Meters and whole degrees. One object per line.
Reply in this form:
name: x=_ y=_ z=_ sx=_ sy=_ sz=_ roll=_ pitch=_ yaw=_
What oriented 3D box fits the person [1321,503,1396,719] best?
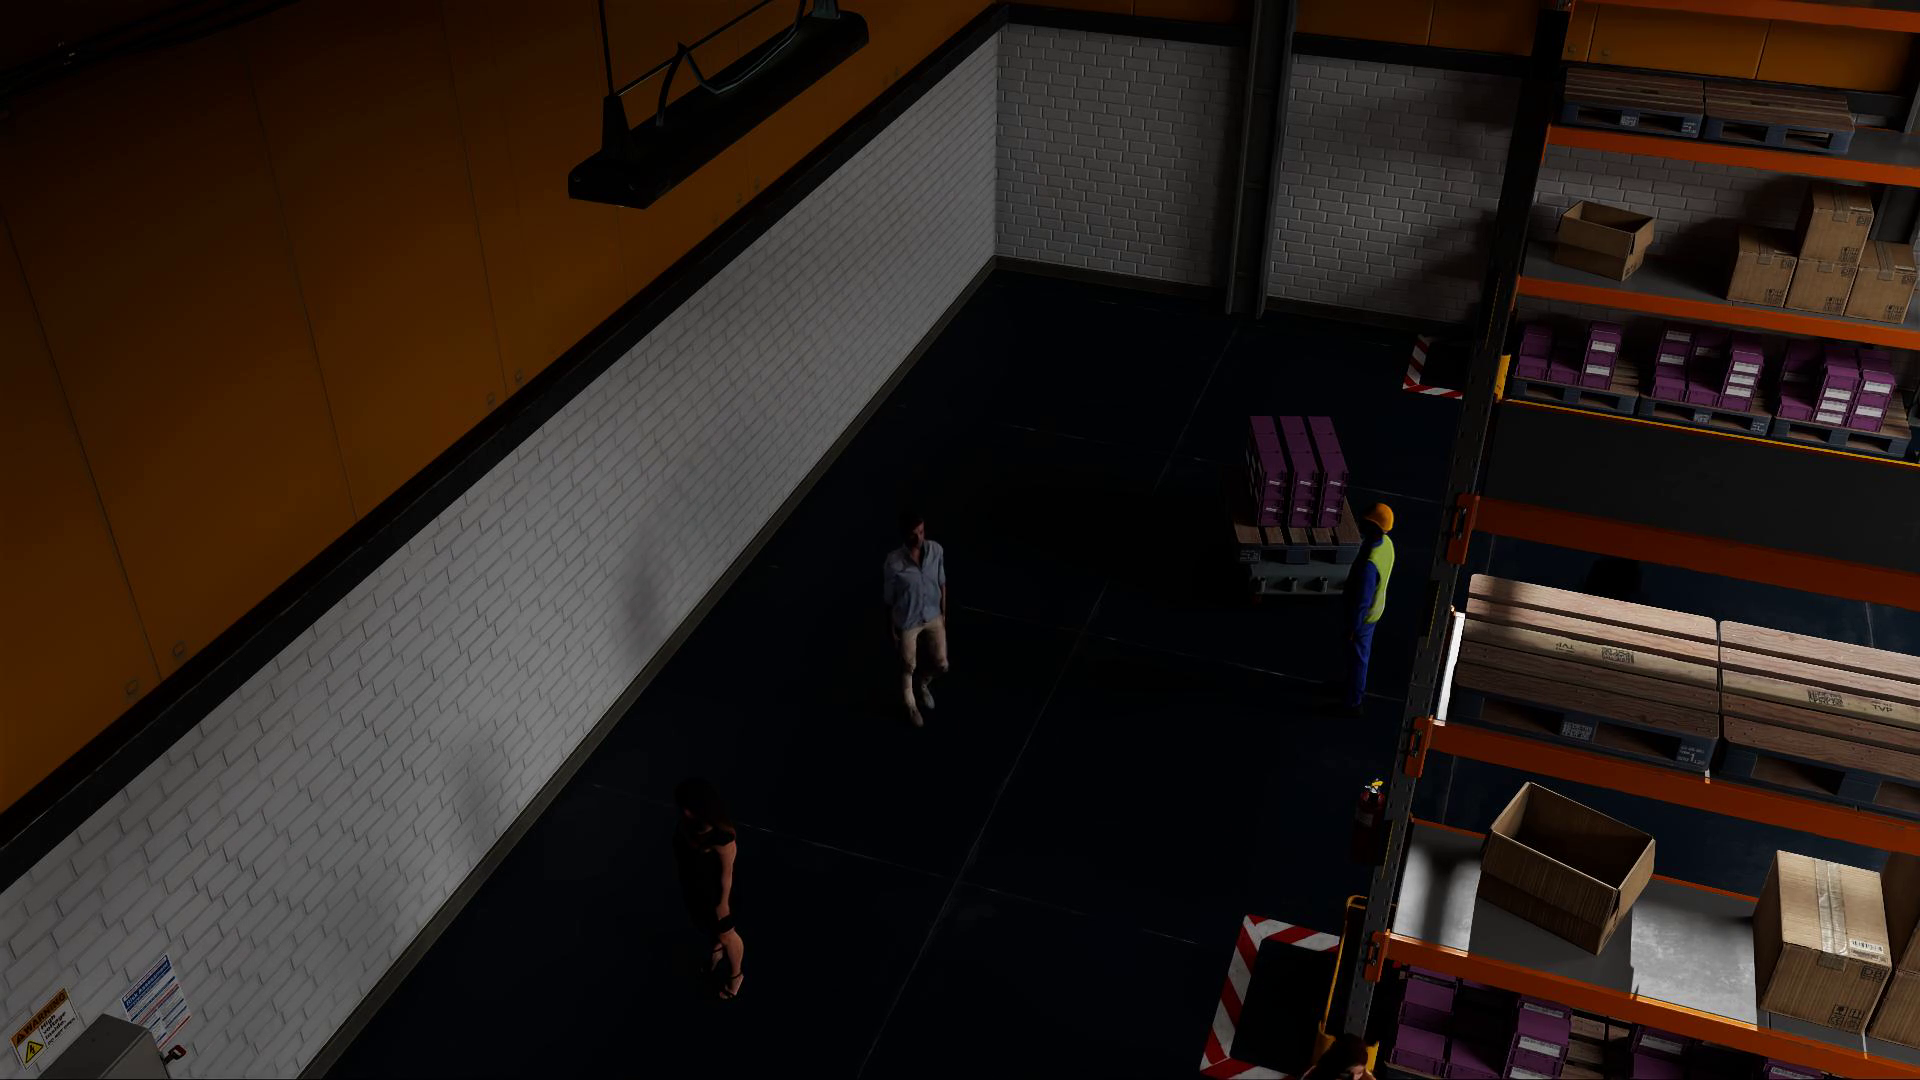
person: x=2.944 y=0.507 z=12.178 sx=0.576 sy=1.813 sz=0.657 roll=13 pitch=36 yaw=18

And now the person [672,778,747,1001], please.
person: x=-1.473 y=2.060 z=9.934 sx=0.821 sy=1.712 sz=0.743 roll=-18 pitch=38 yaw=-25

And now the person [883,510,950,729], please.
person: x=-0.355 y=0.527 z=12.128 sx=0.806 sy=1.836 sz=0.863 roll=-16 pitch=37 yaw=-23

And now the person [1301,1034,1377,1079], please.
person: x=1.874 y=3.029 z=8.491 sx=1.124 sy=1.696 sz=0.889 roll=1 pitch=34 yaw=1
